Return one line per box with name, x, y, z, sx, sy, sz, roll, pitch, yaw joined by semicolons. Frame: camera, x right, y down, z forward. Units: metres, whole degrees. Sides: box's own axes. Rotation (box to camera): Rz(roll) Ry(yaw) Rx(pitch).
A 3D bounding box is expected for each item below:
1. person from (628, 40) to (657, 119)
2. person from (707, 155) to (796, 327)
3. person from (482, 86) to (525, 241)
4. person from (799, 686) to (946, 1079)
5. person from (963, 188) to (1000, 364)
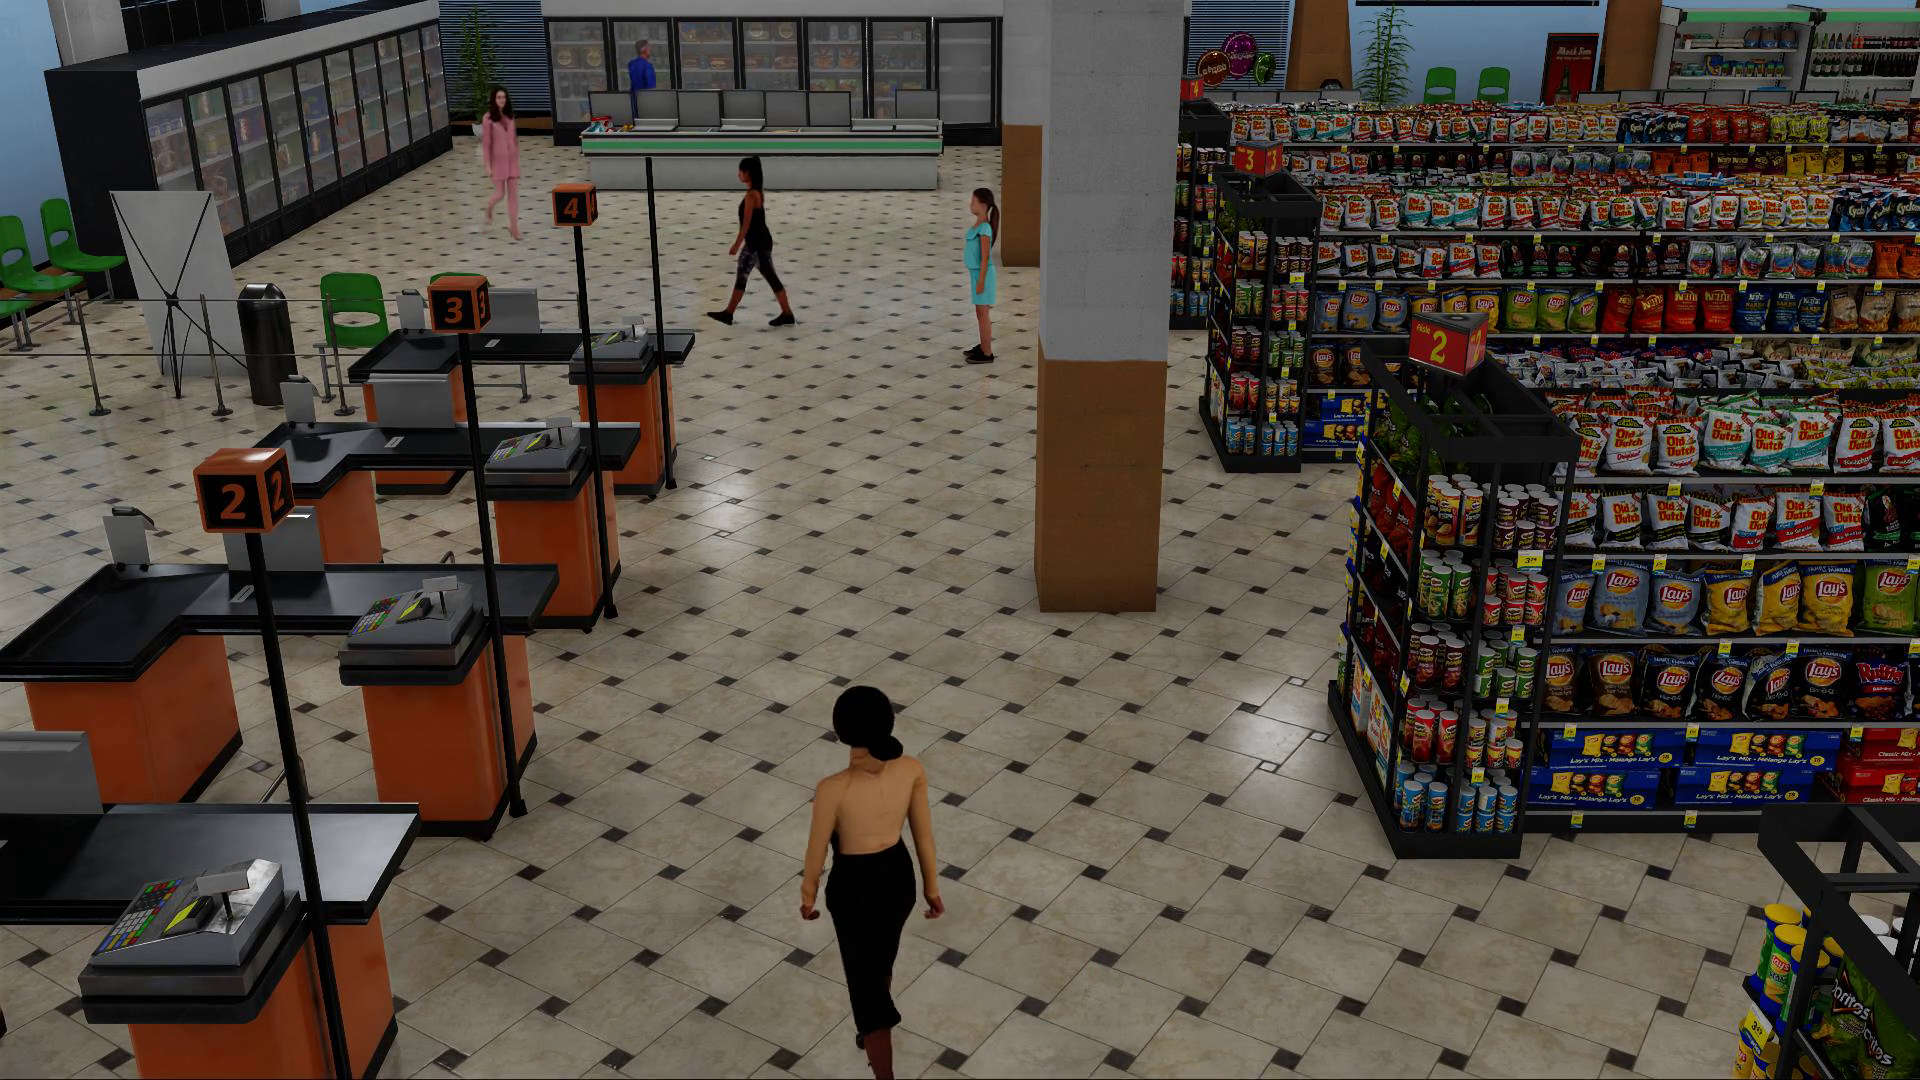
person;-4.751;-6.479;24.749;1.154;1.801;1.215;20;29;41
person;-1.841;-2.795;15.814;1.090;1.627;0.670;-3;22;-7
person;-5.476;-4.483;19.799;1.011;1.787;0.946;20;29;40
person;-0.262;1.282;5.654;0.821;1.637;0.859;-12;25;-28
person;0.199;-2.358;14.820;0.521;1.557;0.534;0;22;0
